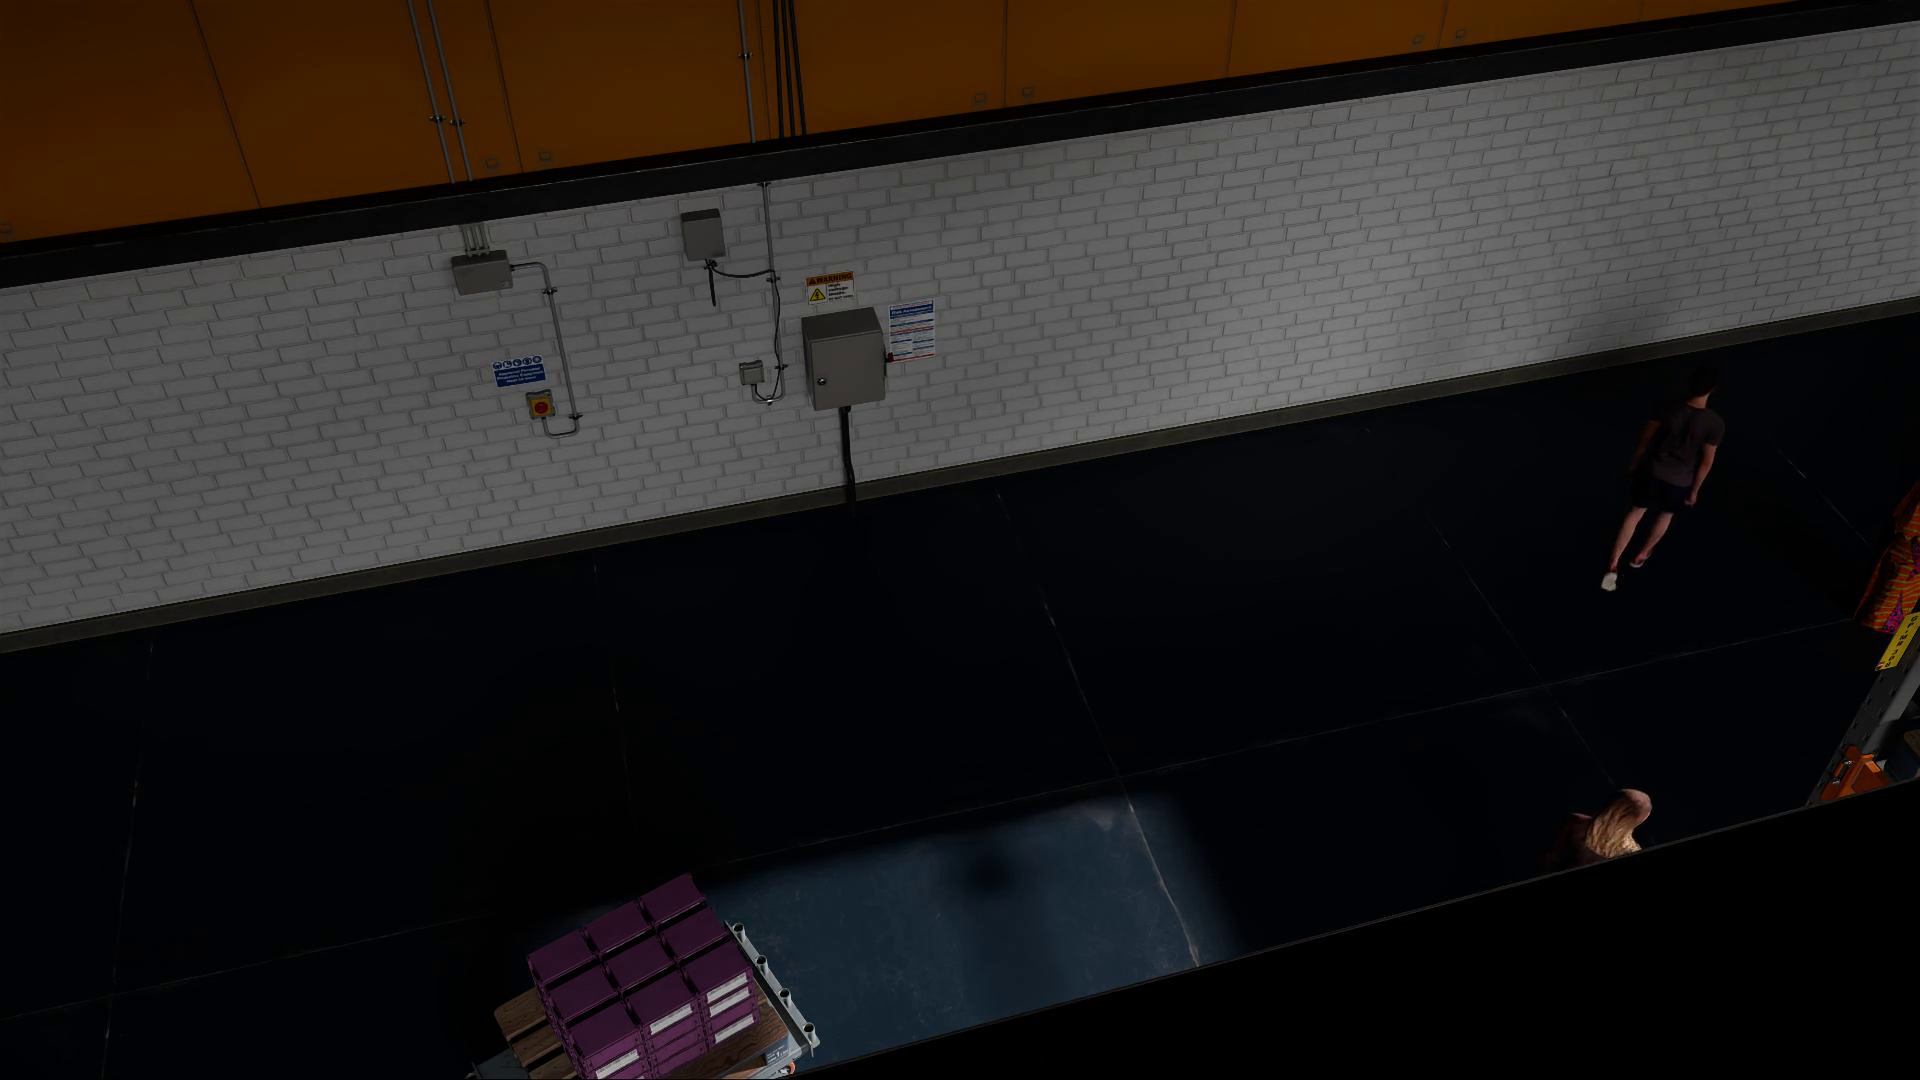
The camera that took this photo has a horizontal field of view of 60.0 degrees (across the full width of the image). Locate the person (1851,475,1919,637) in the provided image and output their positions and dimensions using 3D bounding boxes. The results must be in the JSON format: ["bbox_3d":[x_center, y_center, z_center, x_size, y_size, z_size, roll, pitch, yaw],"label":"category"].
[{"bbox_3d":[6.379,-0.100,10.972,0.836,1.682,0.756,12,45,12],"label":"person"}]

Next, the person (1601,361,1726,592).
[{"bbox_3d":[4.711,-0.389,11.166,1.088,1.833,1.098,27,50,26],"label":"person"}]

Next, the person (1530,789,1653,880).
[{"bbox_3d":[3.236,1.973,8.815,1.010,1.656,1.005,30,51,27],"label":"person"}]
